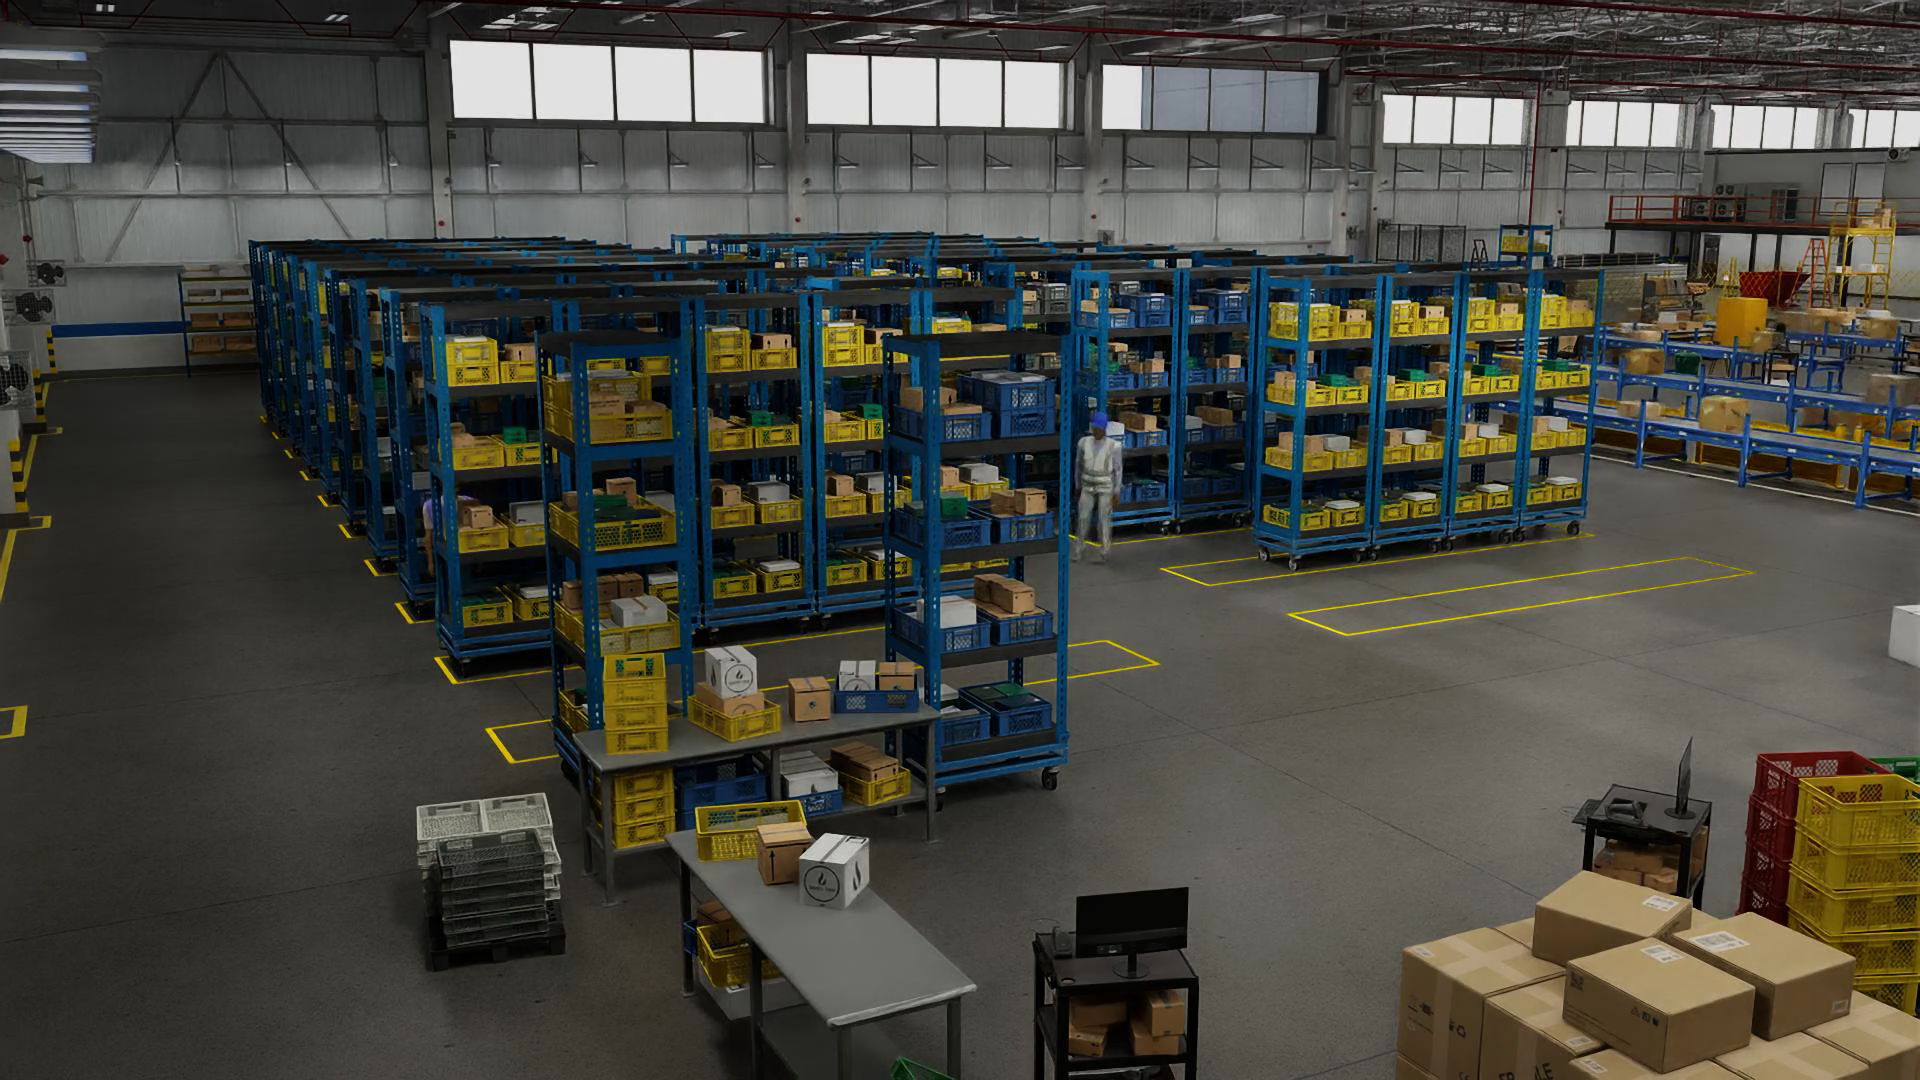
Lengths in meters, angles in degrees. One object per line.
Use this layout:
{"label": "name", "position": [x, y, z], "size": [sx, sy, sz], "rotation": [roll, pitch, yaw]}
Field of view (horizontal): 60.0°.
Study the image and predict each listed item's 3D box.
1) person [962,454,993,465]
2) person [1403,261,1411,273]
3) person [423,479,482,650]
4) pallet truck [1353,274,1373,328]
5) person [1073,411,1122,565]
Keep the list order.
{"label": "person", "position": [0.234, -0.932, 22.335], "size": [0.404, 1.833, 0.590], "rotation": [-2, 12, -8]}
{"label": "person", "position": [16.592, -9.482, 62.169], "size": [0.639, 1.902, 0.407], "rotation": [0, 12, 0]}
{"label": "person", "position": [-5.206, 0.183, 17.081], "size": [0.564, 1.849, 0.388], "rotation": [-9, 15, -35]}
{"label": "pallet truck", "position": [13.011, -8.050, 55.243], "size": [0.823, 1.965, 1.885], "rotation": [-7, 14, -28]}
{"label": "person", "position": [1.715, -0.654, 20.776], "size": [0.615, 1.944, 0.412], "rotation": [6, 13, 25]}
